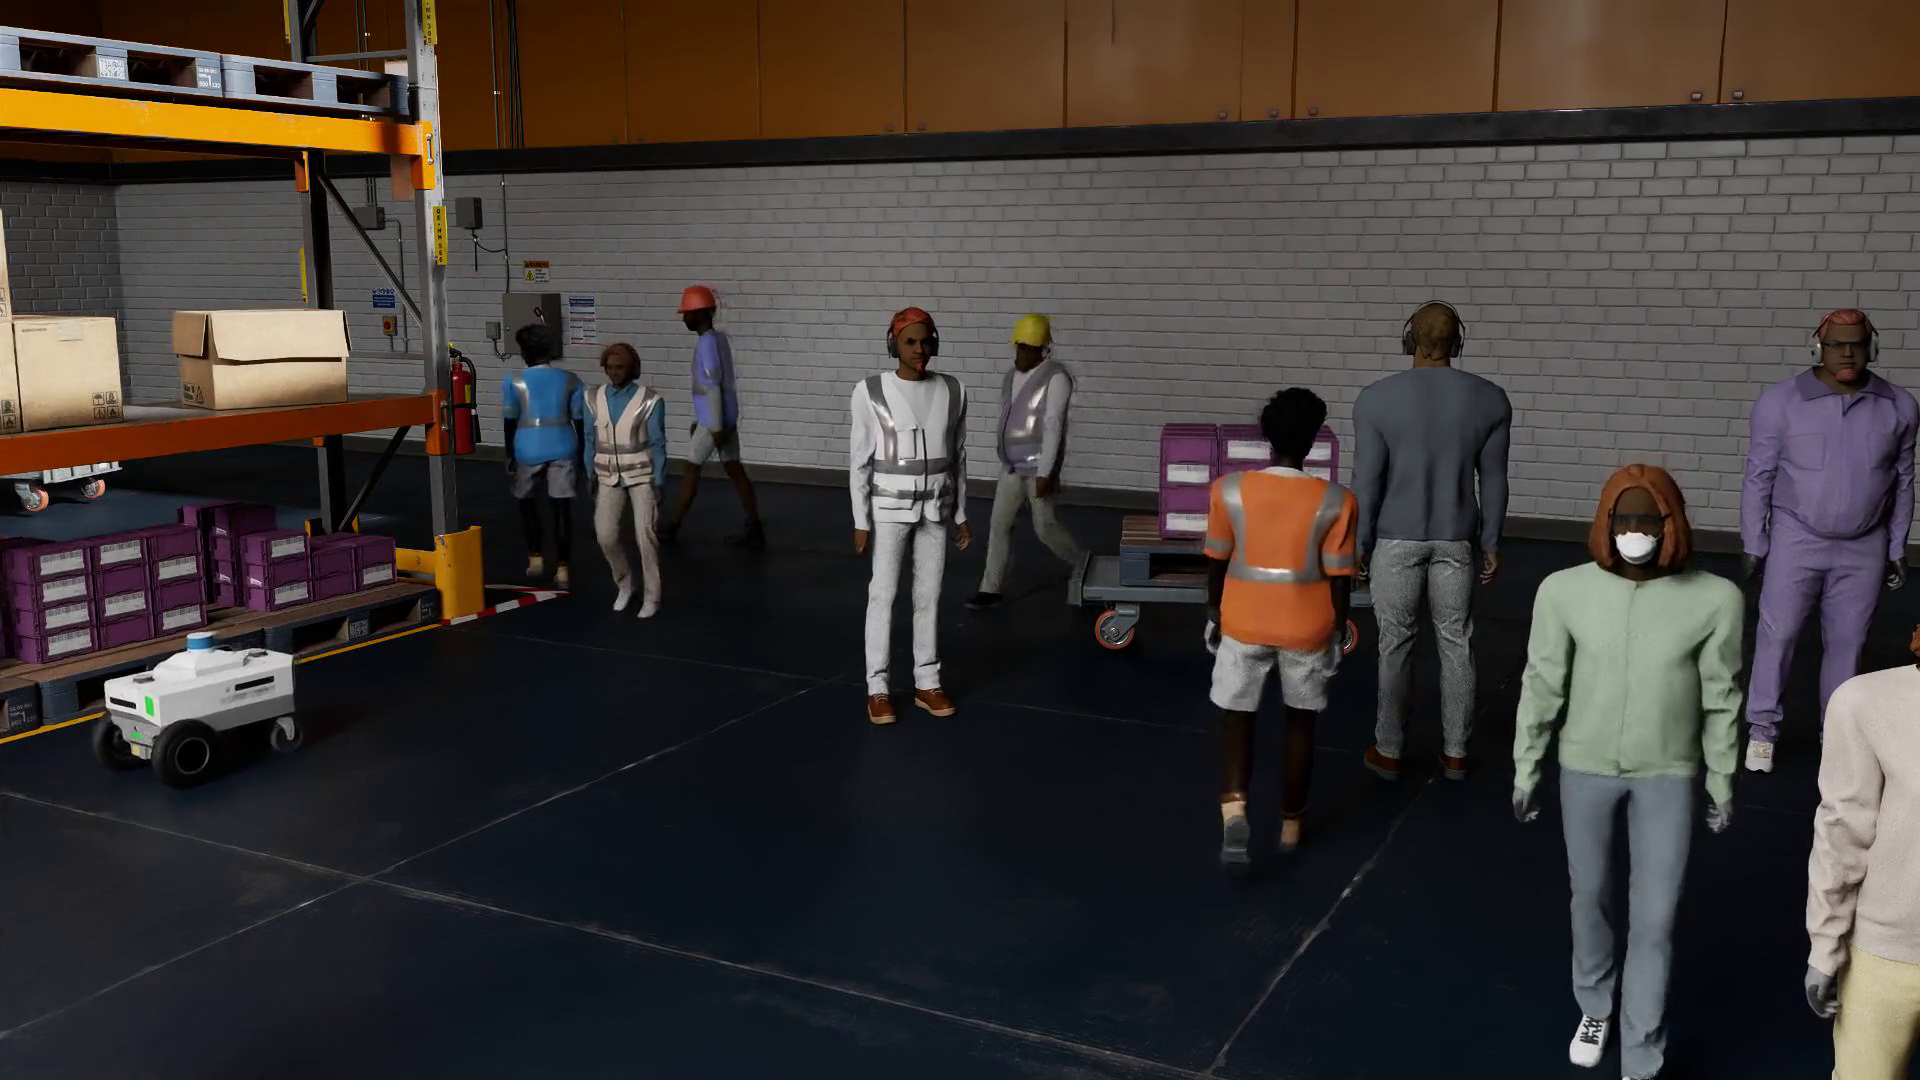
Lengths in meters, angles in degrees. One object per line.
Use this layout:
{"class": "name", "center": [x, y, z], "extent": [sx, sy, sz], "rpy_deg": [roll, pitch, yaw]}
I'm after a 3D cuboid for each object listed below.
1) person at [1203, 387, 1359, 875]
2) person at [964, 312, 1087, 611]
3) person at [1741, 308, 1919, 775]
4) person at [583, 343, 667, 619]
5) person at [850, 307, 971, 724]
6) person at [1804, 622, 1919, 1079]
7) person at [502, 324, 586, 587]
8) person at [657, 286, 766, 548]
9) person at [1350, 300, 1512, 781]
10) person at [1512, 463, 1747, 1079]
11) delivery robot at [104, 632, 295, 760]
{"class": "person", "center": [1.084, 0.317, 5.700], "extent": [0.537, 1.674, 0.683], "rpy_deg": [3, 10, 17]}
{"class": "person", "center": [0.475, -0.463, 9.875], "extent": [0.791, 1.799, 0.595], "rpy_deg": [-7, 12, -35]}
{"class": "person", "center": [3.507, 0.023, 6.729], "extent": [0.651, 1.906, 0.403], "rpy_deg": [2, 10, 11]}
{"class": "person", "center": [-1.928, -0.340, 9.667], "extent": [0.533, 1.614, 0.420], "rpy_deg": [2, 10, 14]}
{"class": "person", "center": [-0.222, -0.110, 7.564], "extent": [0.582, 1.882, 0.338], "rpy_deg": [-5, 11, -26]}
{"class": "person", "center": [1.840, 0.792, 3.092], "extent": [0.496, 1.629, 0.277], "rpy_deg": [4, 10, 21]}
{"class": "person", "center": [-2.669, -0.547, 10.681], "extent": [0.574, 1.666, 0.609], "rpy_deg": [-5, 11, -26]}
{"class": "person", "center": [-1.859, -0.877, 12.003], "extent": [0.969, 1.882, 0.565], "rpy_deg": [1, 10, 4]}
{"class": "person", "center": [1.877, 0.011, 6.707], "extent": [0.635, 1.937, 0.354], "rpy_deg": [0, 10, 1]}
{"class": "person", "center": [1.637, 0.622, 4.128], "extent": [0.517, 1.605, 0.718], "rpy_deg": [5, 11, 27]}
{"class": "delivery robot", "center": [-3.127, 0.625, 6.882], "extent": [0.477, 0.478, 0.707], "rpy_deg": [6, 11, 32]}
